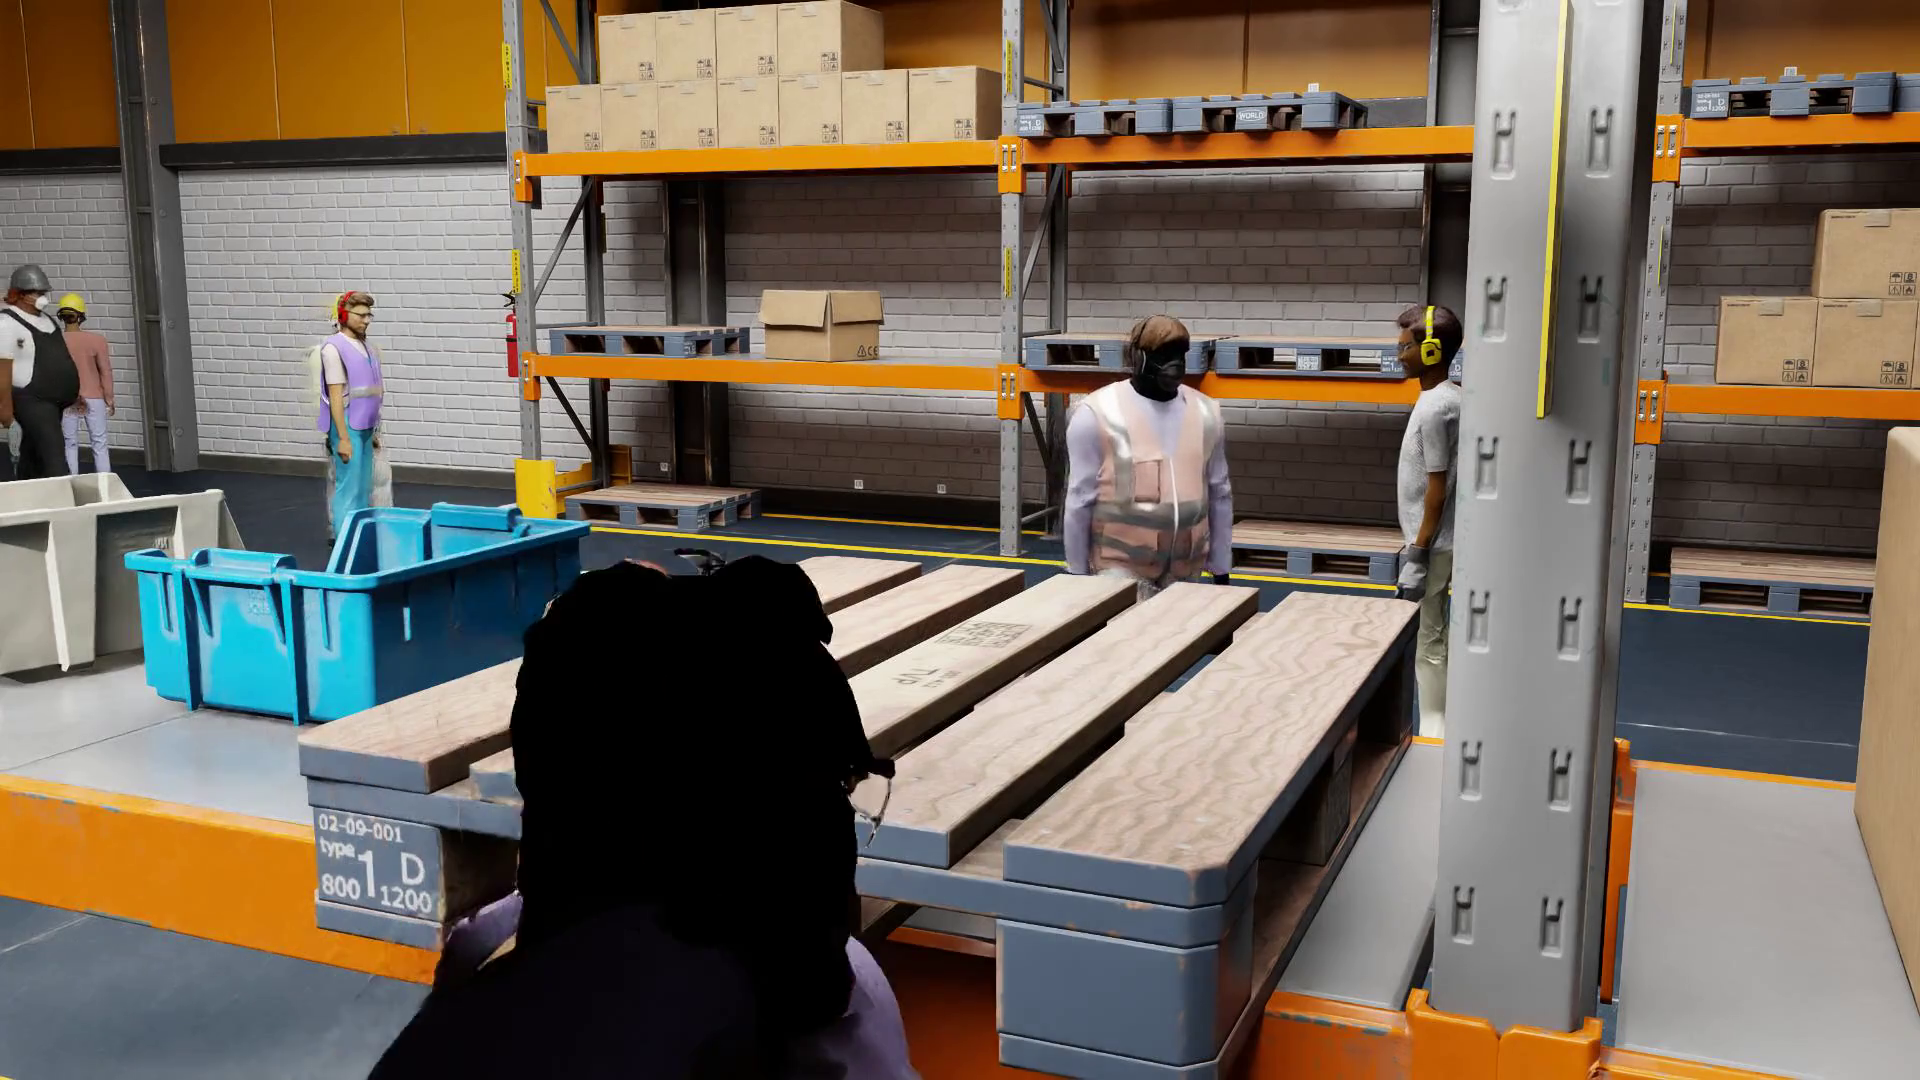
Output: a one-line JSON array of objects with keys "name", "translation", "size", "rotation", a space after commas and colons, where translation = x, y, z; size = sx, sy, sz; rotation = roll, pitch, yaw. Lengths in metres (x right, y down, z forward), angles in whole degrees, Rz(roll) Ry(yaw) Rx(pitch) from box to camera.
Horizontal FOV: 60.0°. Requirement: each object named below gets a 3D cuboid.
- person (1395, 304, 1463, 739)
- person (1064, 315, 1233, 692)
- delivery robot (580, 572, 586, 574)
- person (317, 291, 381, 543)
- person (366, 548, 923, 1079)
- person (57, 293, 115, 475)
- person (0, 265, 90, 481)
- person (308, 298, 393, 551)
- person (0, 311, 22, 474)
[{"name": "person", "translation": [1.772, 0.041, 6.355], "size": [0.329, 1.868, 0.512], "rotation": [4, 10, 23]}, {"name": "person", "translation": [0.728, 0.093, 6.143], "size": [0.651, 1.826, 0.584], "rotation": [-3, 10, -20]}, {"name": "delivery robot", "translation": [-1.767, 0.393, 7.878], "size": [0.477, 0.478, 0.707], "rotation": [1, 10, 5]}, {"name": "person", "translation": [-3.929, -0.679, 10.749], "size": [0.388, 1.837, 0.563], "rotation": [0, 9, -1]}, {"name": "person", "translation": [-0.206, 0.913, 1.160], "size": [0.996, 1.862, 0.660], "rotation": [4, 10, 20]}, {"name": "person", "translation": [-7.305, -1.155, 13.811], "size": [0.523, 1.769, 0.317], "rotation": [-3, 10, -19]}, {"name": "person", "translation": [-6.925, -1.111, 12.730], "size": [0.932, 2.000, 0.691], "rotation": [-1, 9, -3]}, {"name": "person", "translation": [-4.121, -0.785, 11.472], "size": [0.736, 1.804, 0.617], "rotation": [6, 11, 30]}, {"name": "person", "translation": [-9.213, -1.488, 15.876], "size": [0.483, 1.745, 0.302], "rotation": [-4, 10, -22]}]
